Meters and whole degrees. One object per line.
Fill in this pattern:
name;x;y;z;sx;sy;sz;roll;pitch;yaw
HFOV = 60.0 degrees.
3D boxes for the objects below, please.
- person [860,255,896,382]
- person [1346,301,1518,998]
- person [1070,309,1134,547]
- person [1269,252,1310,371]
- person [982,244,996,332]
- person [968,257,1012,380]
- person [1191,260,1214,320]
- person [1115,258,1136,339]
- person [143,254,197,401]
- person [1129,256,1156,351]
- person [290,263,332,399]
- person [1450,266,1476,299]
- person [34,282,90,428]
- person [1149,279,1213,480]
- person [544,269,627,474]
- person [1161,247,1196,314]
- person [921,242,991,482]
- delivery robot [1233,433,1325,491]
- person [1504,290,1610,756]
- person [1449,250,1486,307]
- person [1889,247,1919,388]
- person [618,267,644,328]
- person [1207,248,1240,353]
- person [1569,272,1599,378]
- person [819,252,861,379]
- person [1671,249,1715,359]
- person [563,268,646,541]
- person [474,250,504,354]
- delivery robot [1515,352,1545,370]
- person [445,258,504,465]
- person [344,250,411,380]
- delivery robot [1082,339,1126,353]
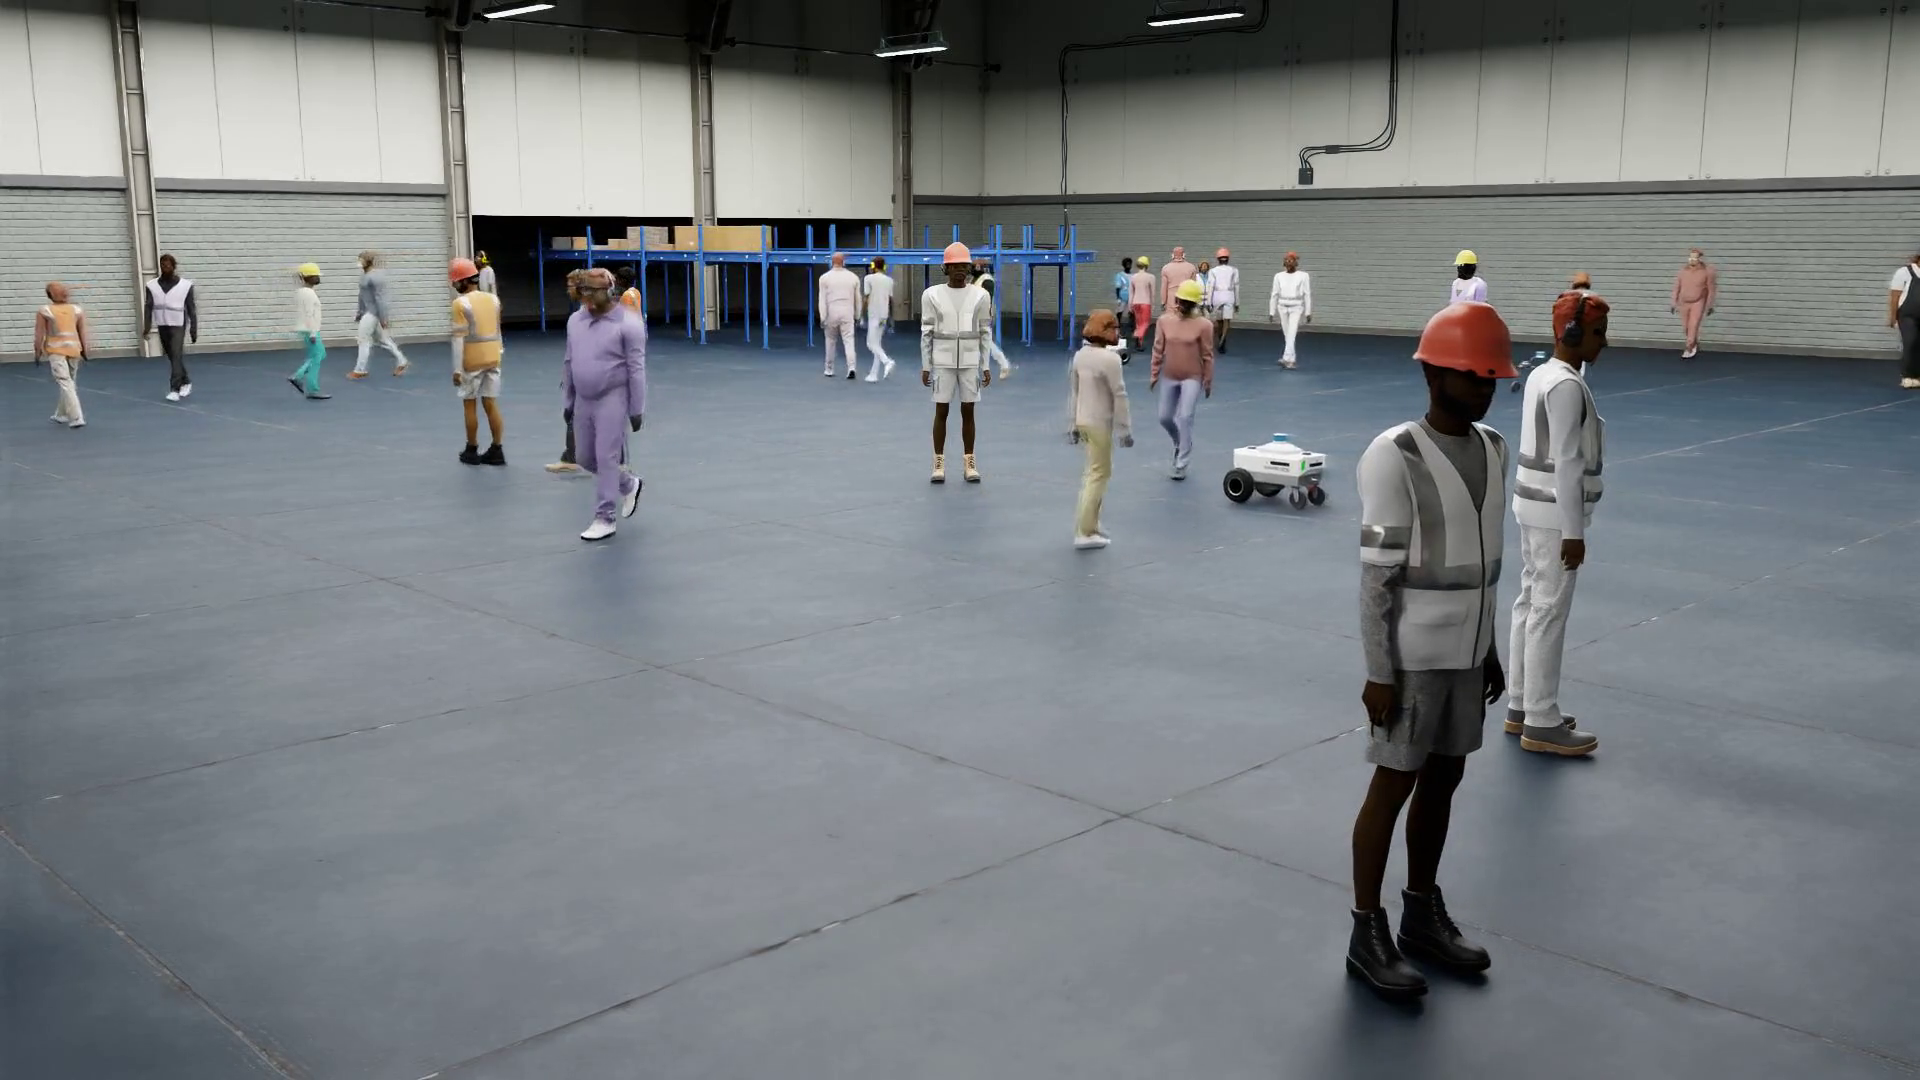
person;-1.141;-3.185;23.955;0.582;1.833;0.669;-8;13;-39
person;1.348;0.306;4.648;0.551;1.932;0.377;-7;13;-35
person;0.990;-0.759;11.337;0.491;1.619;0.503;-5;12;-26
person;5.135;-3.568;26.041;0.603;1.829;0.996;6;12;31
person;0.511;-5.579;36.776;0.611;1.926;0.814;-8;13;-38
person;0.336;-3.204;24.137;0.830;1.804;0.631;-5;12;-27
person;4.524;-4.394;31.079;0.513;1.642;0.313;-3;11;-13
person;3.399;-4.950;34.105;0.537;1.652;0.894;-5;11;-25
person;-10.275;-2.791;21.721;0.595;1.877;0.990;0;10;-2
person;3.283;-4.301;30.297;0.527;1.743;0.618;6;12;29
person;-8.409;-2.701;21.519;0.432;1.757;0.541;-5;11;-25
person;8.140;-3.631;26.810;0.543;1.669;0.693;0;10;0
person;-9.958;-2.050;18.416;0.853;1.588;0.533;7;13;34
person;1.971;-1.408;14.515;0.540;1.734;0.612;6;12;29
person;-3.338;-1.454;14.578;0.833;1.803;0.494;-3;11;-18
person;3.877;-4.238;29.522;0.636;1.902;0.406;0;10;2
person;-0.032;-1.525;14.327;0.613;2.048;0.362;-1;10;-7
delivery robot;2.539;-0.605;13.244;0.707;0.478;0.477;10;15;44
person;2.477;-0.079;6.889;0.354;1.884;0.573;1;10;7
person;6.227;-2.608;20.562;0.367;1.927;0.587;-5;11;-24
person;13.319;-3.093;23.008;0.700;2.000;0.747;1;10;3
person;-4.356;-2.760;22.026;0.321;1.694;0.529;0;10;2
person;4.720;-4.271;29.761;0.577;1.895;0.897;2;11;10
person;8.776;-2.990;23.567;0.567;1.580;0.873;5;11;25
person;-1.781;-3.349;24.793;0.663;1.865;0.988;-4;11;-19
person;12.745;-4.107;28.895;0.650;1.877;0.870;10;14;44
person;-2.499;-0.982;11.789;0.655;1.889;0.710;6;12;30
person;-8.472;-4.223;29.626;0.701;1.841;0.515;-9;14;-41
delivery robot;7.863;-2.437;22.522;0.698;0.223;0.335;-5;11;-24
person;-4.500;-1.639;15.377;0.494;1.903;0.580;7;13;34
person;-8.671;-3.346;24.684;0.984;1.902;0.632;-6;12;-31
delivery robot;2.377;-3.203;27.407;0.707;0.478;0.477;-5;12;-26
